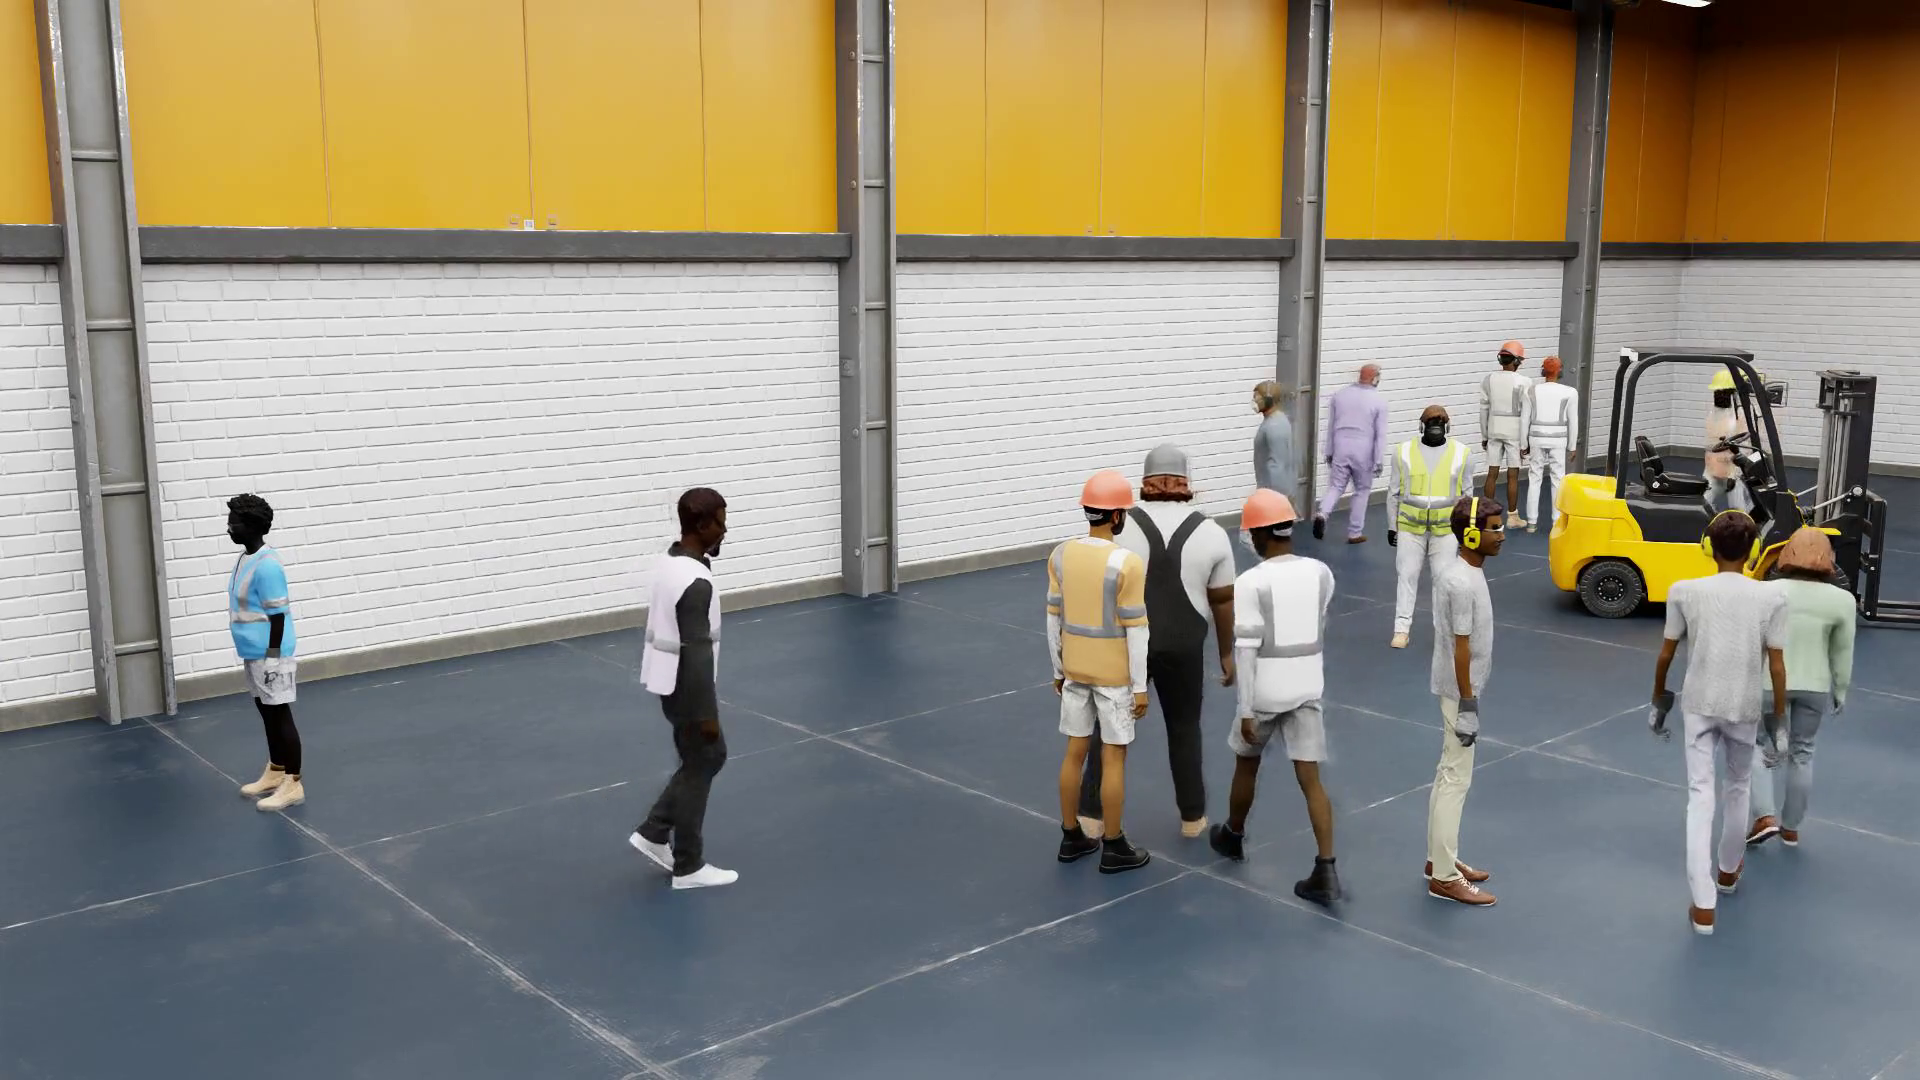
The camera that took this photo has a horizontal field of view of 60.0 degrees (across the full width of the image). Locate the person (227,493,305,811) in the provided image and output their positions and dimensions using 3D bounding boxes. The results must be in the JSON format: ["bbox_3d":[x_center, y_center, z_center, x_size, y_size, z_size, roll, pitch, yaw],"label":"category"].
[{"bbox_3d":[-3.723,0.591,8.883,0.317,1.695,0.540,-7,12,-35],"label":"person"}]

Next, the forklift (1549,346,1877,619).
[{"bbox_3d":[6.109,-0.478,13.691,2.313,2.155,1.214,3,10,16],"label":"forklift"}]

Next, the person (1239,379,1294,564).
[{"bbox_3d":[2.571,-0.384,13.951,0.442,1.924,0.637,3,10,15],"label":"person"}]

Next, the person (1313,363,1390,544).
[{"bbox_3d":[3.981,-0.859,16.873,0.674,1.866,0.732,7,12,37],"label":"person"}]

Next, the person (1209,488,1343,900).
[{"bbox_3d":[1.512,0.708,7.750,0.547,1.883,1.002,-3,10,-18],"label":"person"}]

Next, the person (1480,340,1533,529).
[{"bbox_3d":[5.926,-1.139,18.020,0.382,2.038,0.606,-9,14,-44],"label":"person"}]

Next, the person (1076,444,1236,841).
[{"bbox_3d":[0.943,0.510,8.355,0.886,2.000,0.642,0,10,0],"label":"person"}]

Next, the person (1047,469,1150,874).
[{"bbox_3d":[0.684,0.624,7.986,0.553,1.935,0.363,8,13,41],"label":"person"}]

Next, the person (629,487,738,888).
[{"bbox_3d":[-1.244,0.693,7.696,0.444,1.897,0.599,-4,10,-21],"label":"person"}]

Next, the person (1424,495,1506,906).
[{"bbox_3d":[2.325,0.719,7.628,0.327,1.872,0.516,2,10,13],"label":"person"}]

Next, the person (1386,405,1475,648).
[{"bbox_3d":[3.506,-0.092,12.453,0.629,1.846,0.429,3,10,17],"label":"person"}]

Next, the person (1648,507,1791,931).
[{"bbox_3d":[3.410,0.761,7.486,0.568,1.828,0.902,4,11,24],"label":"person"}]

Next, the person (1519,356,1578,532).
[{"bbox_3d":[6.255,-1.006,17.688,0.584,1.882,0.337,5,11,25],"label":"person"}]

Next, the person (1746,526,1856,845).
[{"bbox_3d":[4.118,0.736,8.245,0.543,1.624,0.412,2,10,12],"label":"person"}]

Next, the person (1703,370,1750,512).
[{"bbox_3d":[7.277,-0.677,15.778,0.992,1.886,0.588,-3,10,-20],"label":"person"}]
